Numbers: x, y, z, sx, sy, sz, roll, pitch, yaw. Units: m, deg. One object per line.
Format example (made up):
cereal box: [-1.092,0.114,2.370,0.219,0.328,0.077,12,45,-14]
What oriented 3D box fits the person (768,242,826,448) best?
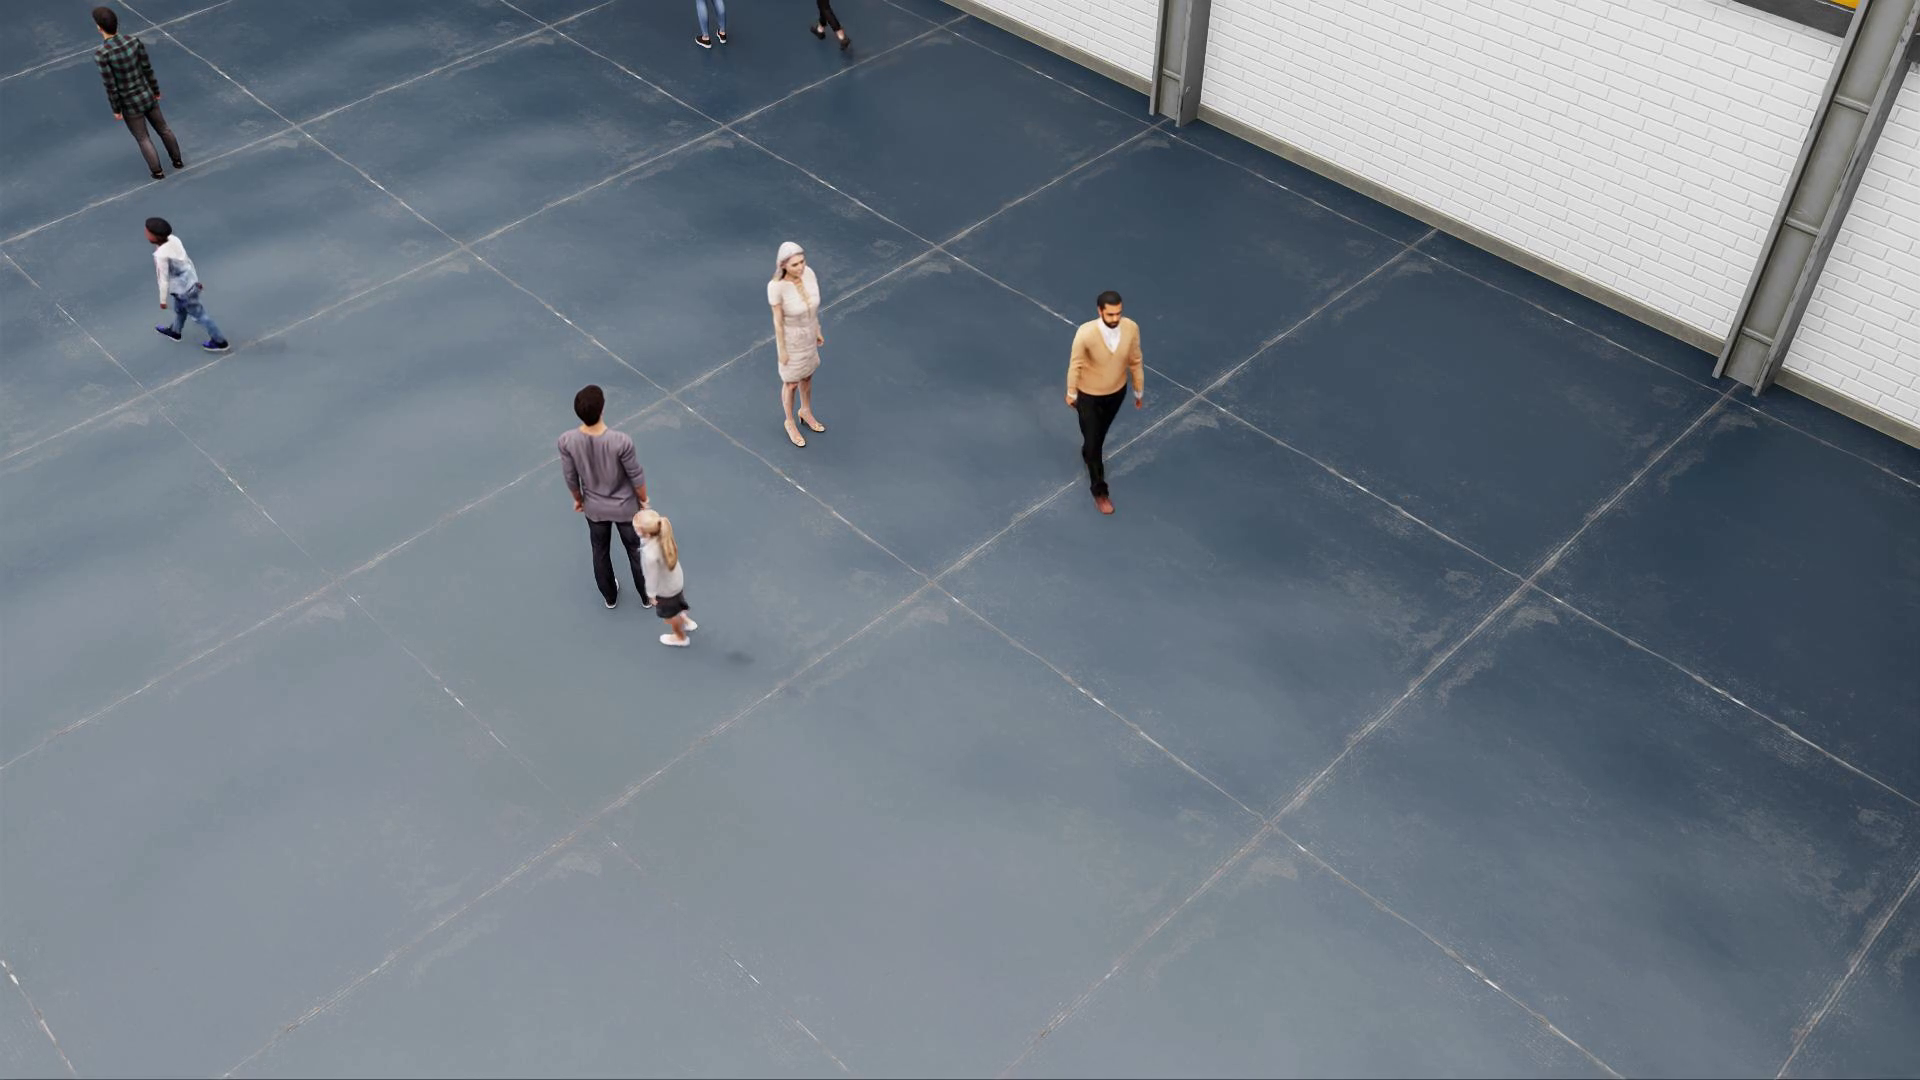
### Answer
person: [-1.219,-1.476,12.437,0.559,1.736,0.606,31,52,28]

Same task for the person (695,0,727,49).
person: [-2.642,-5.911,17.131,0.683,1.683,0.636,-23,48,-22]

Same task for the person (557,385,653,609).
person: [-2.332,-0.265,11.081,0.719,1.854,0.798,2,44,3]

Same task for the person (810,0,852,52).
person: [-1.354,-5.750,17.121,0.613,1.462,0.970,-30,51,-28]

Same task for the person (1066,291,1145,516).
person: [1.000,-1.125,12.076,0.957,1.726,1.153,-14,45,-14]

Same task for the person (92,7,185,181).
person: [-7.579,-4.094,15.304,0.590,1.715,0.719,25,49,24]

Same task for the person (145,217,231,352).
person: [-6.207,-2.033,13.387,0.897,1.231,0.814,2,44,3]

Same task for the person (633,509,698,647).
person: [-1.890,0.270,10.946,0.672,1.264,0.624,8,44,9]
